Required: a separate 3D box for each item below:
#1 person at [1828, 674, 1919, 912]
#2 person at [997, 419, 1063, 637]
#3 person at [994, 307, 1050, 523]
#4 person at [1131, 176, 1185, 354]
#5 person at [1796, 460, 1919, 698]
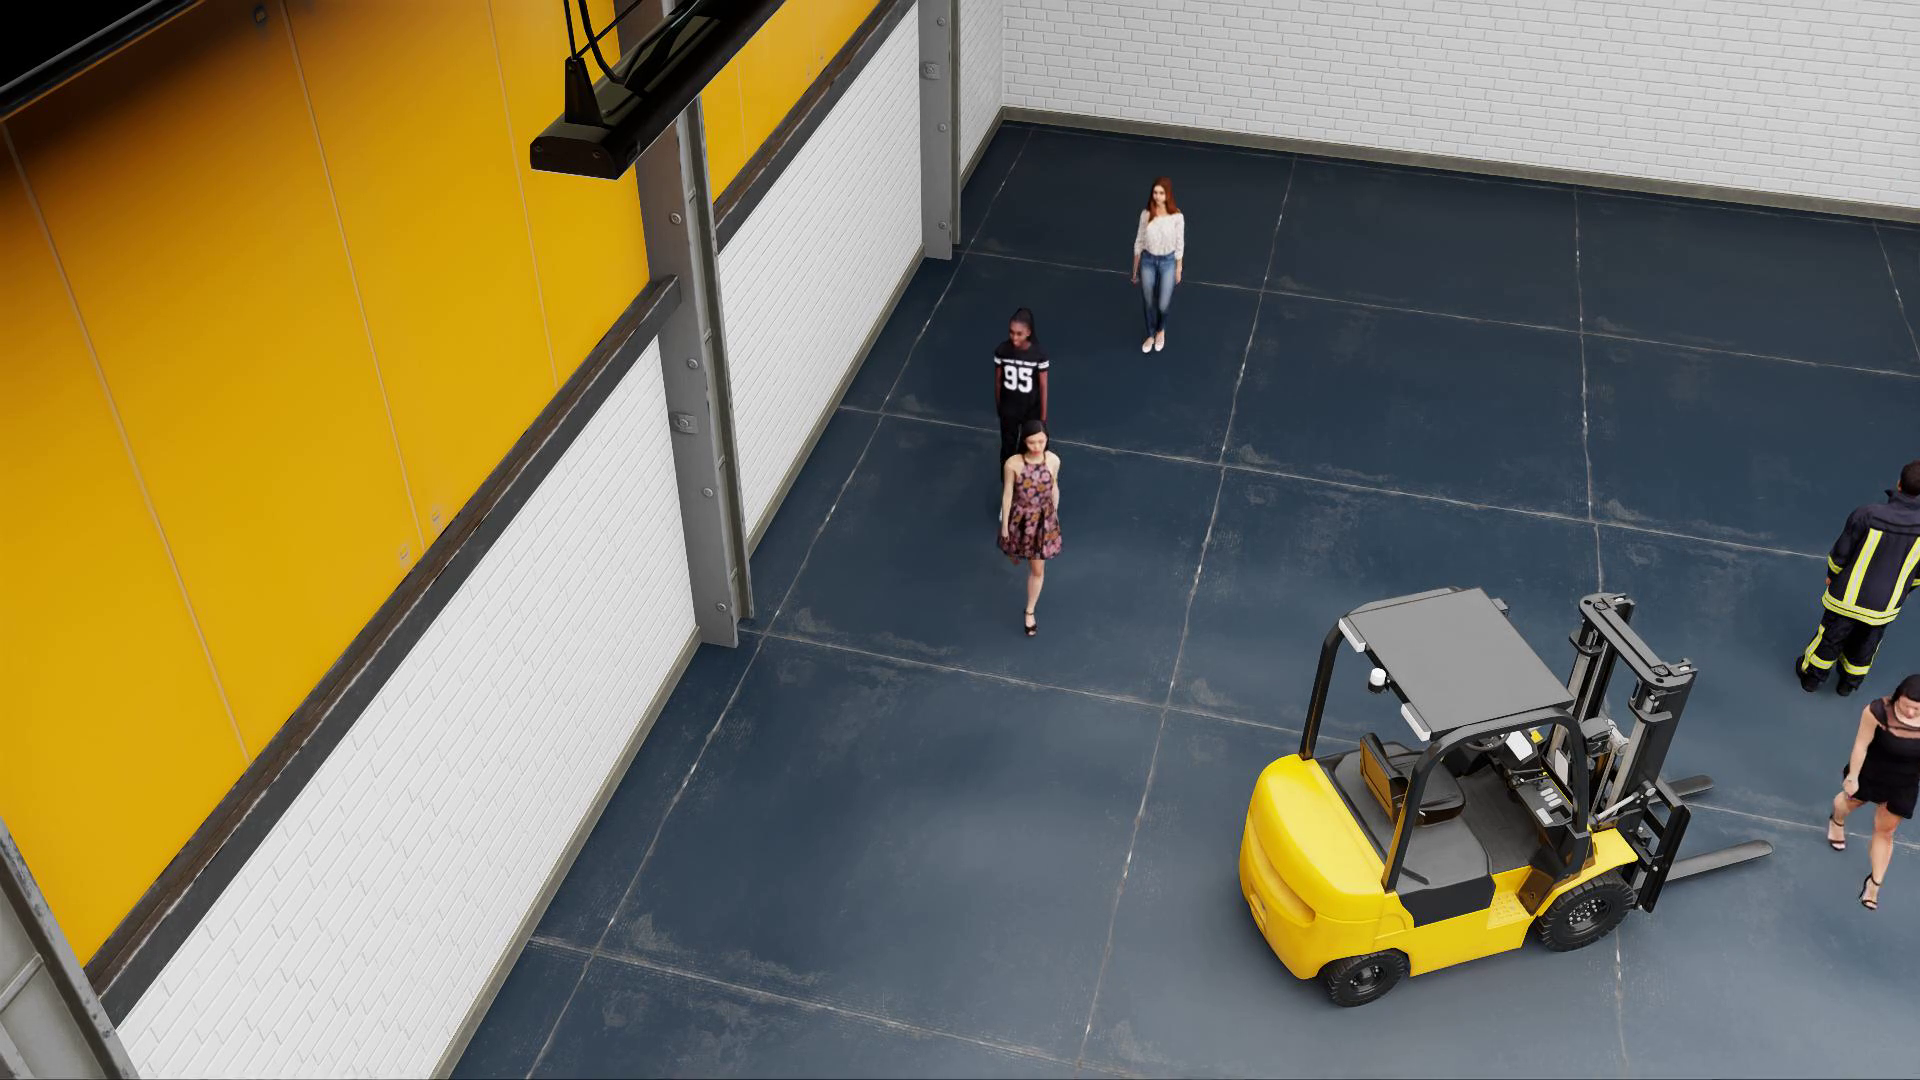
[{"bbox_3d":[5.601,1.372,10.161,0.727,1.674,1.009,5,39,6],"label":"person"},{"bbox_3d":[0.484,-0.154,12.006,0.889,1.758,1.086,-8,39,-10],"label":"person"},{"bbox_3d":[0.518,-1.058,13.185,0.628,1.699,1.130,8,39,9],"label":"person"},{"bbox_3d":[1.806,-2.500,14.973,0.614,1.719,0.596,13,40,16],"label":"person"},{"bbox_3d":[6.204,0.280,11.325,0.762,1.928,0.627,10,40,12],"label":"person"}]
